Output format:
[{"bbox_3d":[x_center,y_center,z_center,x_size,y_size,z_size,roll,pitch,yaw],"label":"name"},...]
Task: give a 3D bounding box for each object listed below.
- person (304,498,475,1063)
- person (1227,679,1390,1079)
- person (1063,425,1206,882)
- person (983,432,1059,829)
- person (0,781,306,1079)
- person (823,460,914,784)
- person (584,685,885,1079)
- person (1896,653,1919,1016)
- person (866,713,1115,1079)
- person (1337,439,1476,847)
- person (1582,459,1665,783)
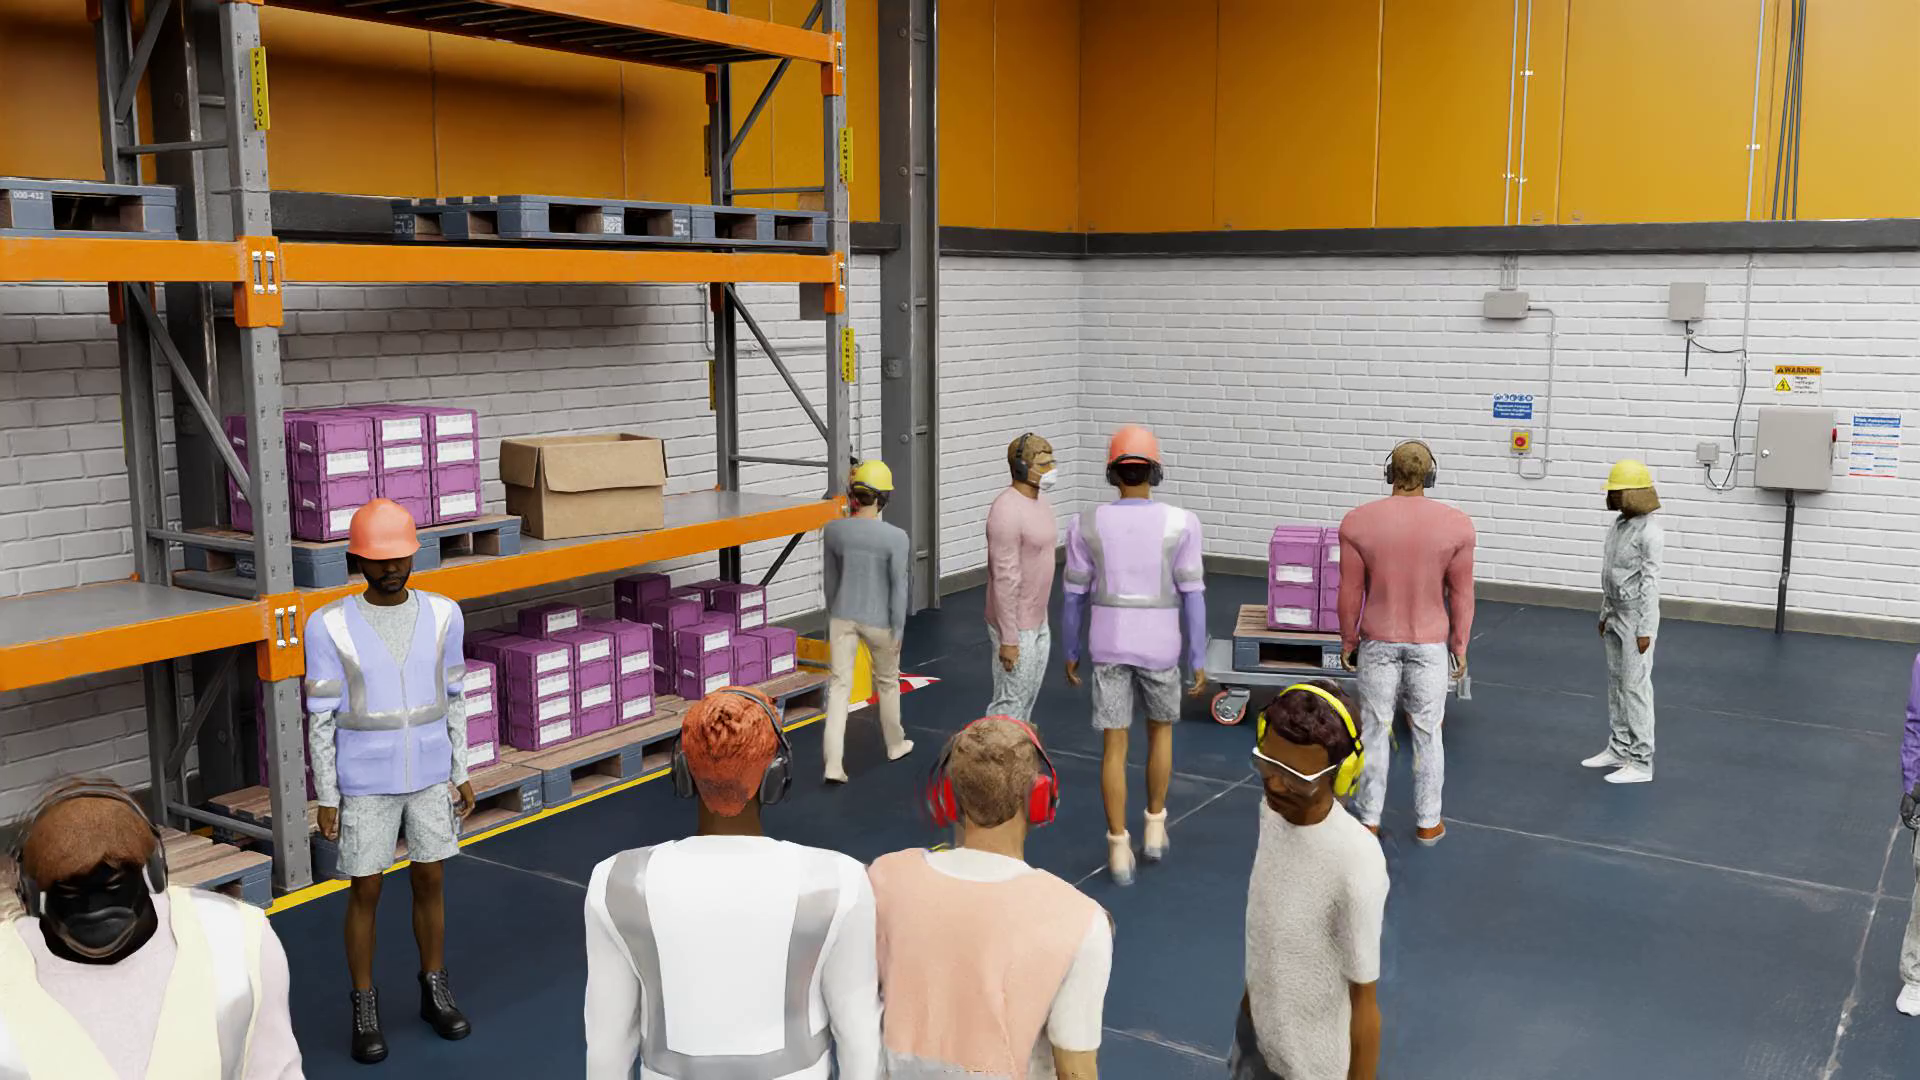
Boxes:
[{"bbox_3d":[-1.948,0.815,5.751,0.552,1.937,0.356,-6,11,-36],"label":"person"},{"bbox_3d":[0.831,1.181,3.729,0.659,1.829,0.559,-2,9,-10],"label":"person"},{"bbox_3d":[0.787,0.496,7.563,0.649,2.015,0.743,2,9,11],"label":"person"},{"bbox_3d":[0.310,0.433,8.236,0.371,1.939,0.629,3,9,18],"label":"person"},{"bbox_3d":[-1.475,1.306,2.966,0.624,1.821,0.475,-8,12,-41],"label":"person"},{"bbox_3d":[-0.519,0.430,8.957,0.533,1.723,0.898,3,9,18],"label":"person"},{"bbox_3d":[-0.439,1.215,3.325,0.584,1.882,0.345,0,9,-1],"label":"person"},{"bbox_3d":[3.638,0.941,5.937,0.513,1.630,0.317,6,11,34],"label":"person"},{"bbox_3d":[0.072,1.243,3.434,0.586,1.791,0.920,4,10,26],"label":"person"},{"bbox_3d":[2.098,0.488,7.876,0.629,1.940,0.372,2,9,15],"label":"person"},{"bbox_3d":[3.560,0.432,8.912,0.323,1.737,0.487,0,9,-2],"label":"person"}]
